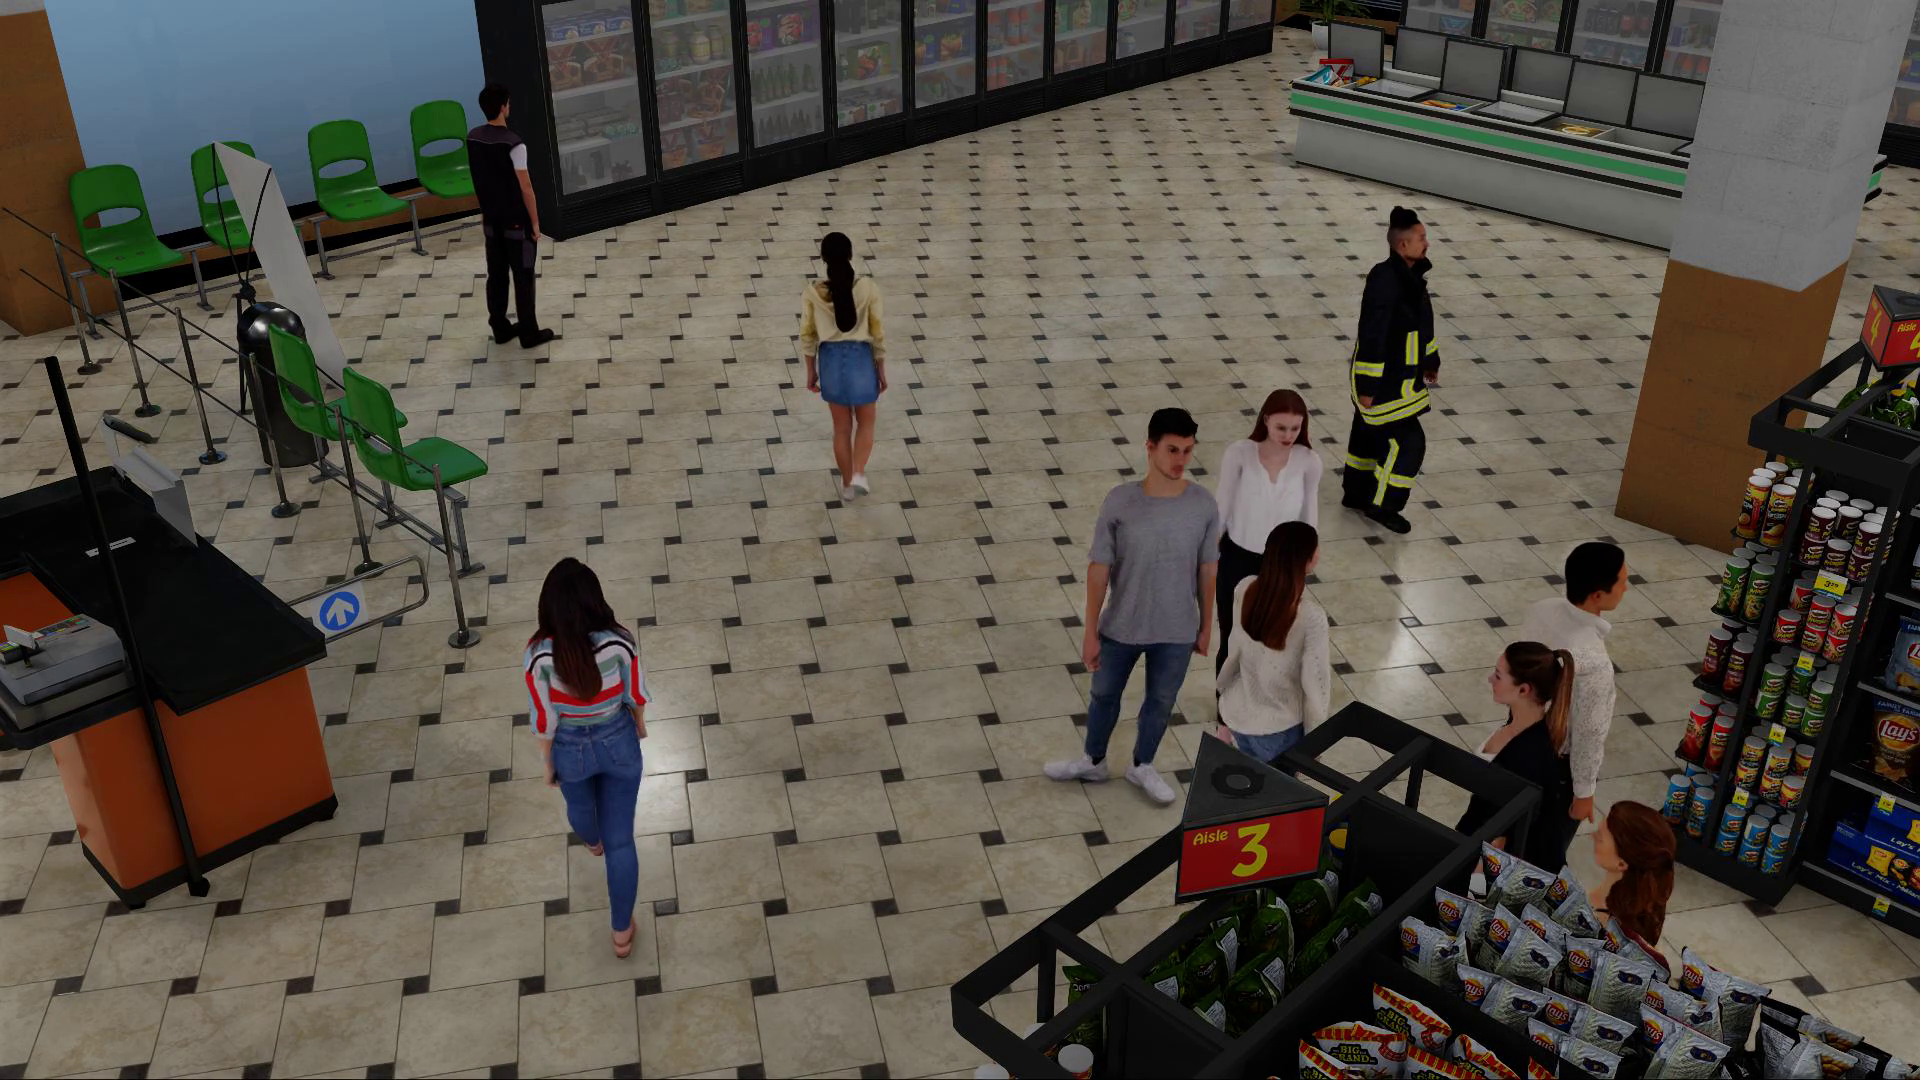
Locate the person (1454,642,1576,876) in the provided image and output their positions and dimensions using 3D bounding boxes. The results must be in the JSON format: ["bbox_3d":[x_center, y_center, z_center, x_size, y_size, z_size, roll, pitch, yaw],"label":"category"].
[{"bbox_3d":[1.959,1.111,5.681,1.023,1.655,0.909,7,29,13],"label":"person"}]

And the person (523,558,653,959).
[{"bbox_3d":[-1.363,0.853,6.244,0.974,1.567,1.147,-6,29,-10],"label":"person"}]

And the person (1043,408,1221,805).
[{"bbox_3d":[0.754,0.302,6.931,0.875,1.877,0.958,5,29,9],"label":"person"}]

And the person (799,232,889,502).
[{"bbox_3d":[-0.643,-0.926,9.445,0.861,1.621,0.922,0,29,-1],"label":"person"}]

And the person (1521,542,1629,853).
[{"bbox_3d":[2.156,0.804,6.081,0.802,1.810,0.713,-3,29,-5],"label":"person"}]

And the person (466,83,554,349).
[{"bbox_3d":[-3.186,-2.259,11.653,0.654,1.846,0.791,11,31,20],"label":"person"}]

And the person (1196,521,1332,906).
[{"bbox_3d":[1.119,0.725,6.372,0.759,1.669,0.911,-20,35,-33],"label":"person"}]

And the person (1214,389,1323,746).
[{"bbox_3d":[1.324,0.084,7.481,0.870,1.732,0.931,1,29,2],"label":"person"}]

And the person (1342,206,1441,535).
[{"bbox_3d":[2.320,-0.969,9.293,0.866,1.844,0.861,13,31,23],"label":"person"}]

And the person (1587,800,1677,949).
[{"bbox_3d":[1.985,1.505,5.008,0.778,1.607,0.659,18,33,30],"label":"person"}]
